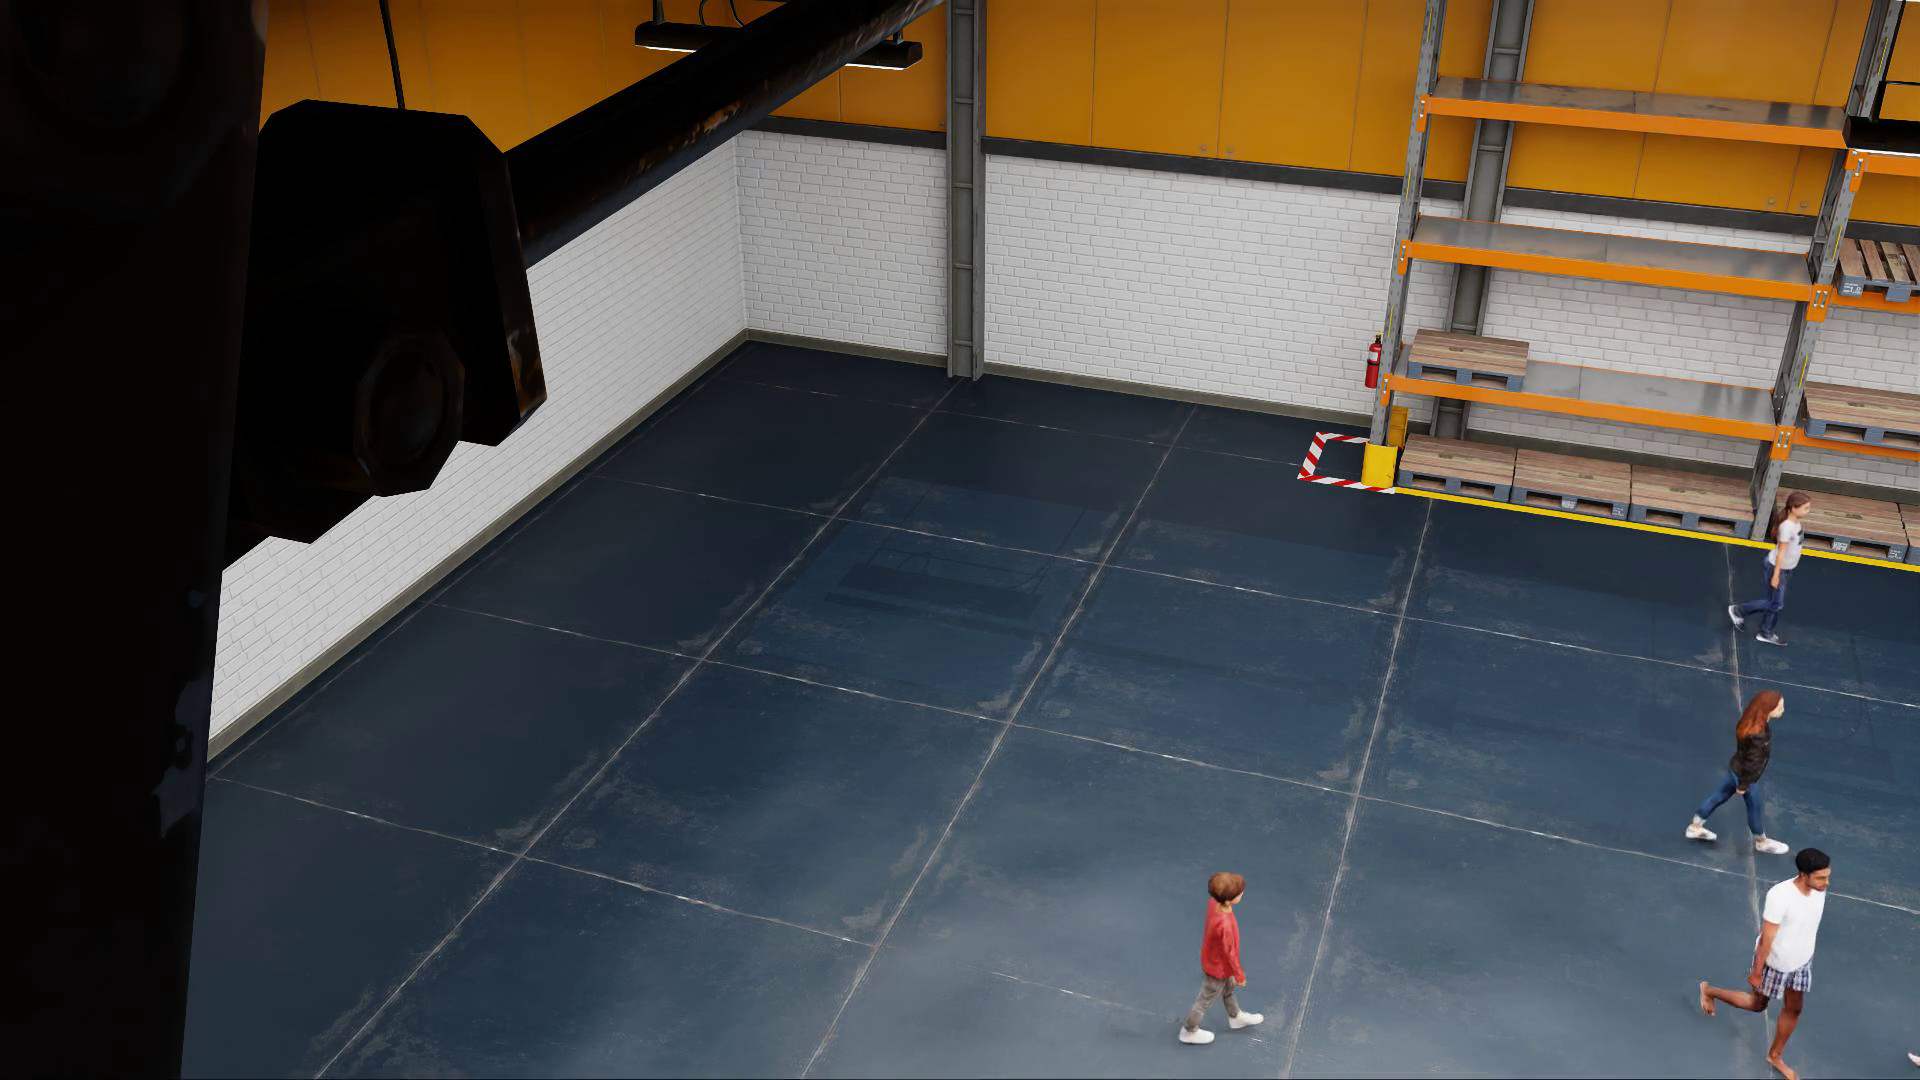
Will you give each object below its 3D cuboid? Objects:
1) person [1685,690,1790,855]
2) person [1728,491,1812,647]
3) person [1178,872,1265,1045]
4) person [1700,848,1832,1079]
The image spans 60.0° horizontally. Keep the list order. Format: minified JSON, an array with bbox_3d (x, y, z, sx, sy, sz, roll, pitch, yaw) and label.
[{"bbox_3d":[5.921,1.758,12.701,0.974,1.441,0.645,7,29,12],"label":"person"},{"bbox_3d":[7.506,0.241,15.363,0.846,1.554,0.666,20,34,32],"label":"person"},{"bbox_3d":[1.618,2.767,10.899,0.885,1.396,0.694,0,29,1],"label":"person"},{"bbox_3d":[5.266,2.656,10.775,1.033,1.709,1.098,-13,31,-23],"label":"person"}]
